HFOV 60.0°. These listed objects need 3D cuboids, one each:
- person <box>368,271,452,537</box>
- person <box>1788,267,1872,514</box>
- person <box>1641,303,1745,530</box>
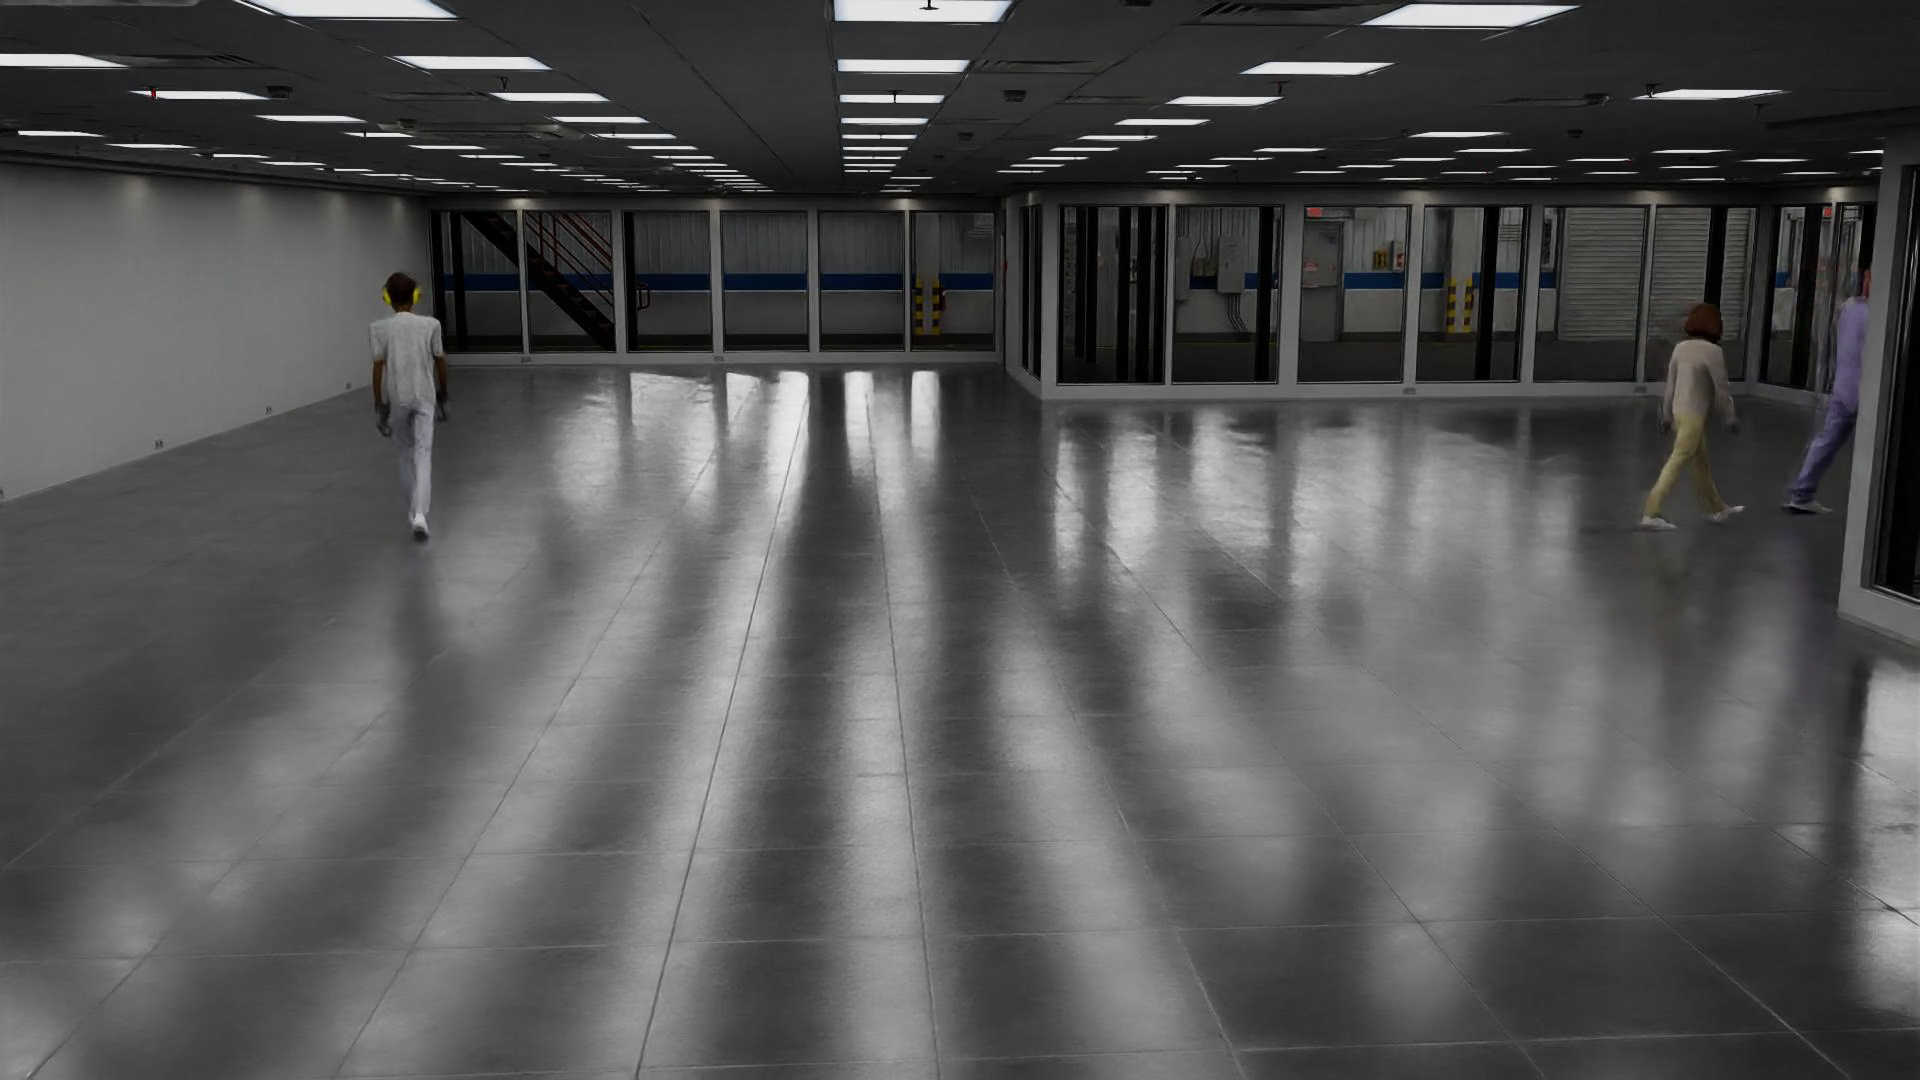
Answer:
[{"bbox_3d":[-3.813,-0.945,11.546,0.508,1.830,0.976,-2,11,-11],"label":"person"},{"bbox_3d":[6.656,-1.076,12.141,1.039,1.847,0.649,1,11,6],"label":"person"},{"bbox_3d":[5.197,-0.856,11.668,0.866,1.587,0.504,-1,11,-6],"label":"person"}]
